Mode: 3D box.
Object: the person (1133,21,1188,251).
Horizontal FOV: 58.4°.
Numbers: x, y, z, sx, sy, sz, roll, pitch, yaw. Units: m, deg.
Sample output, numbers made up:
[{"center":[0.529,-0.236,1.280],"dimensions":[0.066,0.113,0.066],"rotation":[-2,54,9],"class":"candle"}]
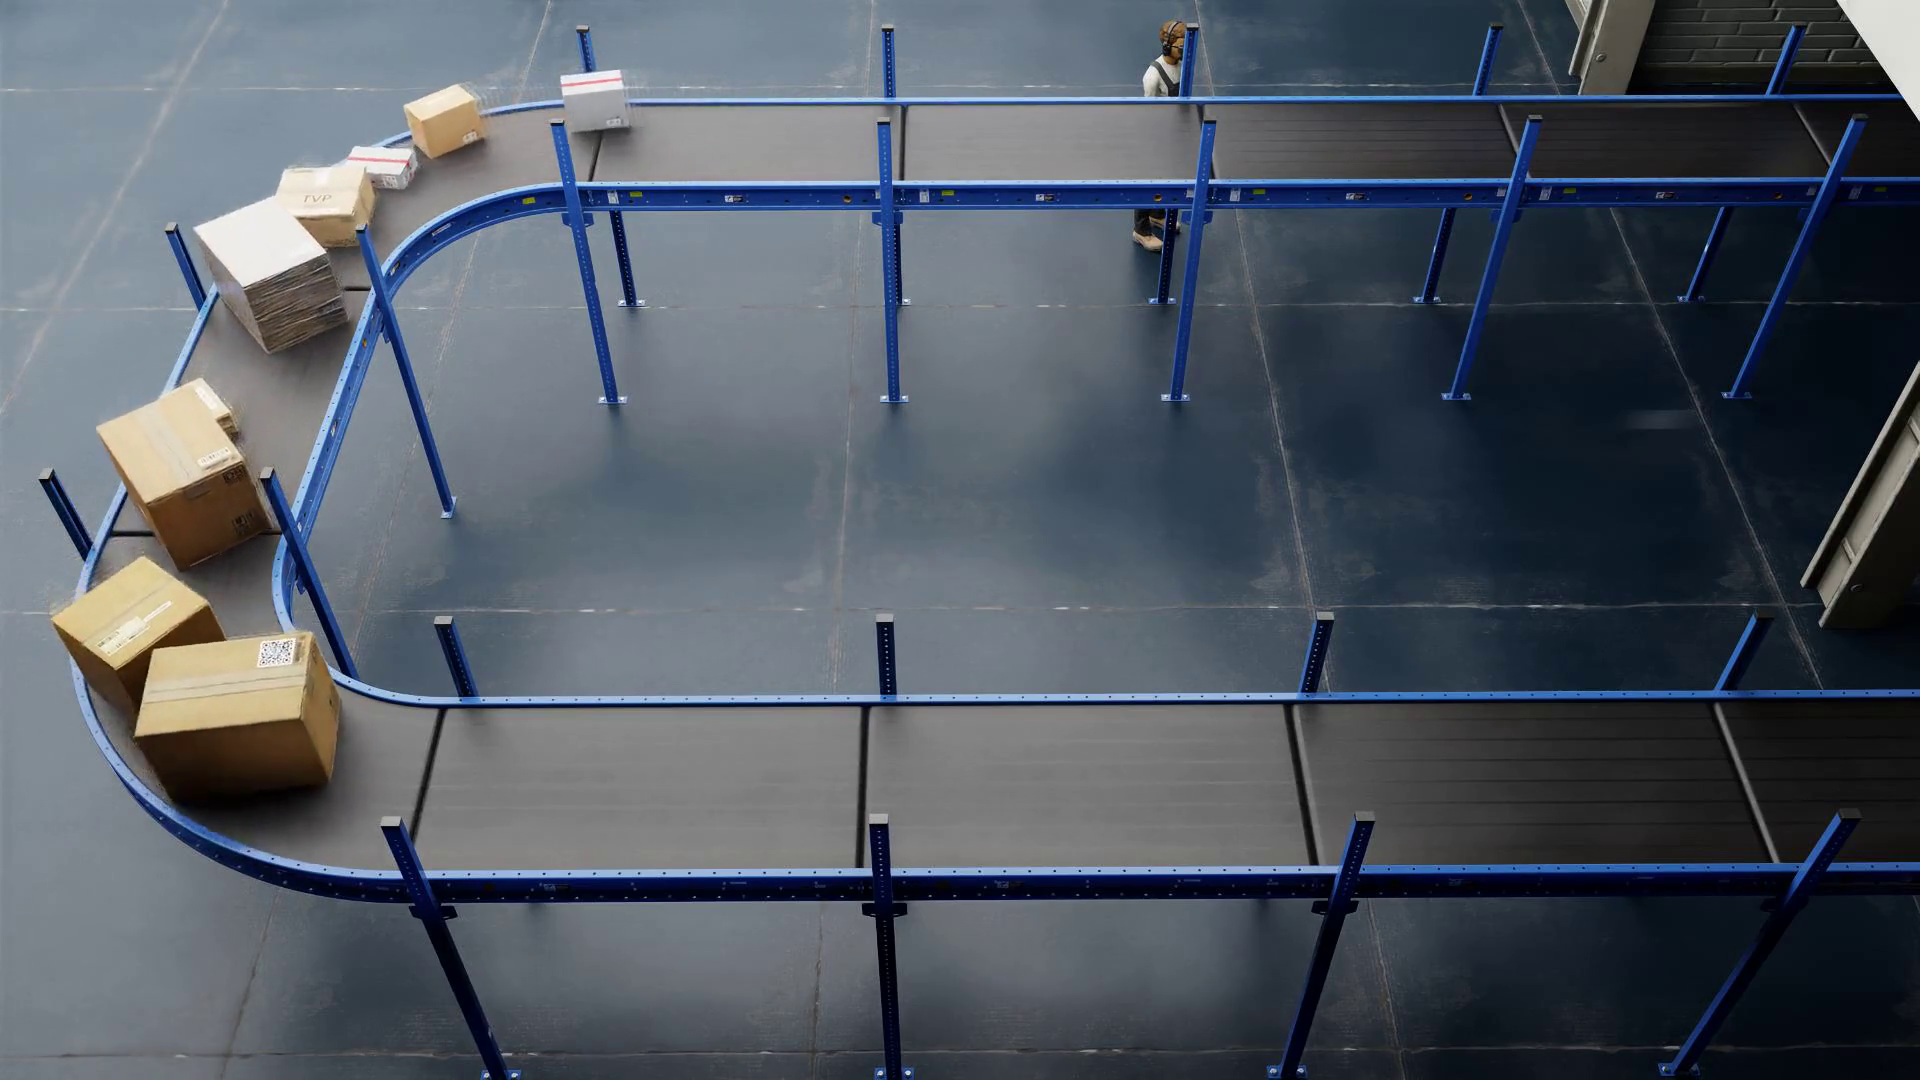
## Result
[{"center":[1.528,-3.037,12.850],"dimensions":[0.345,1.846,0.507],"rotation":[25,52,22],"class":"person"}]
